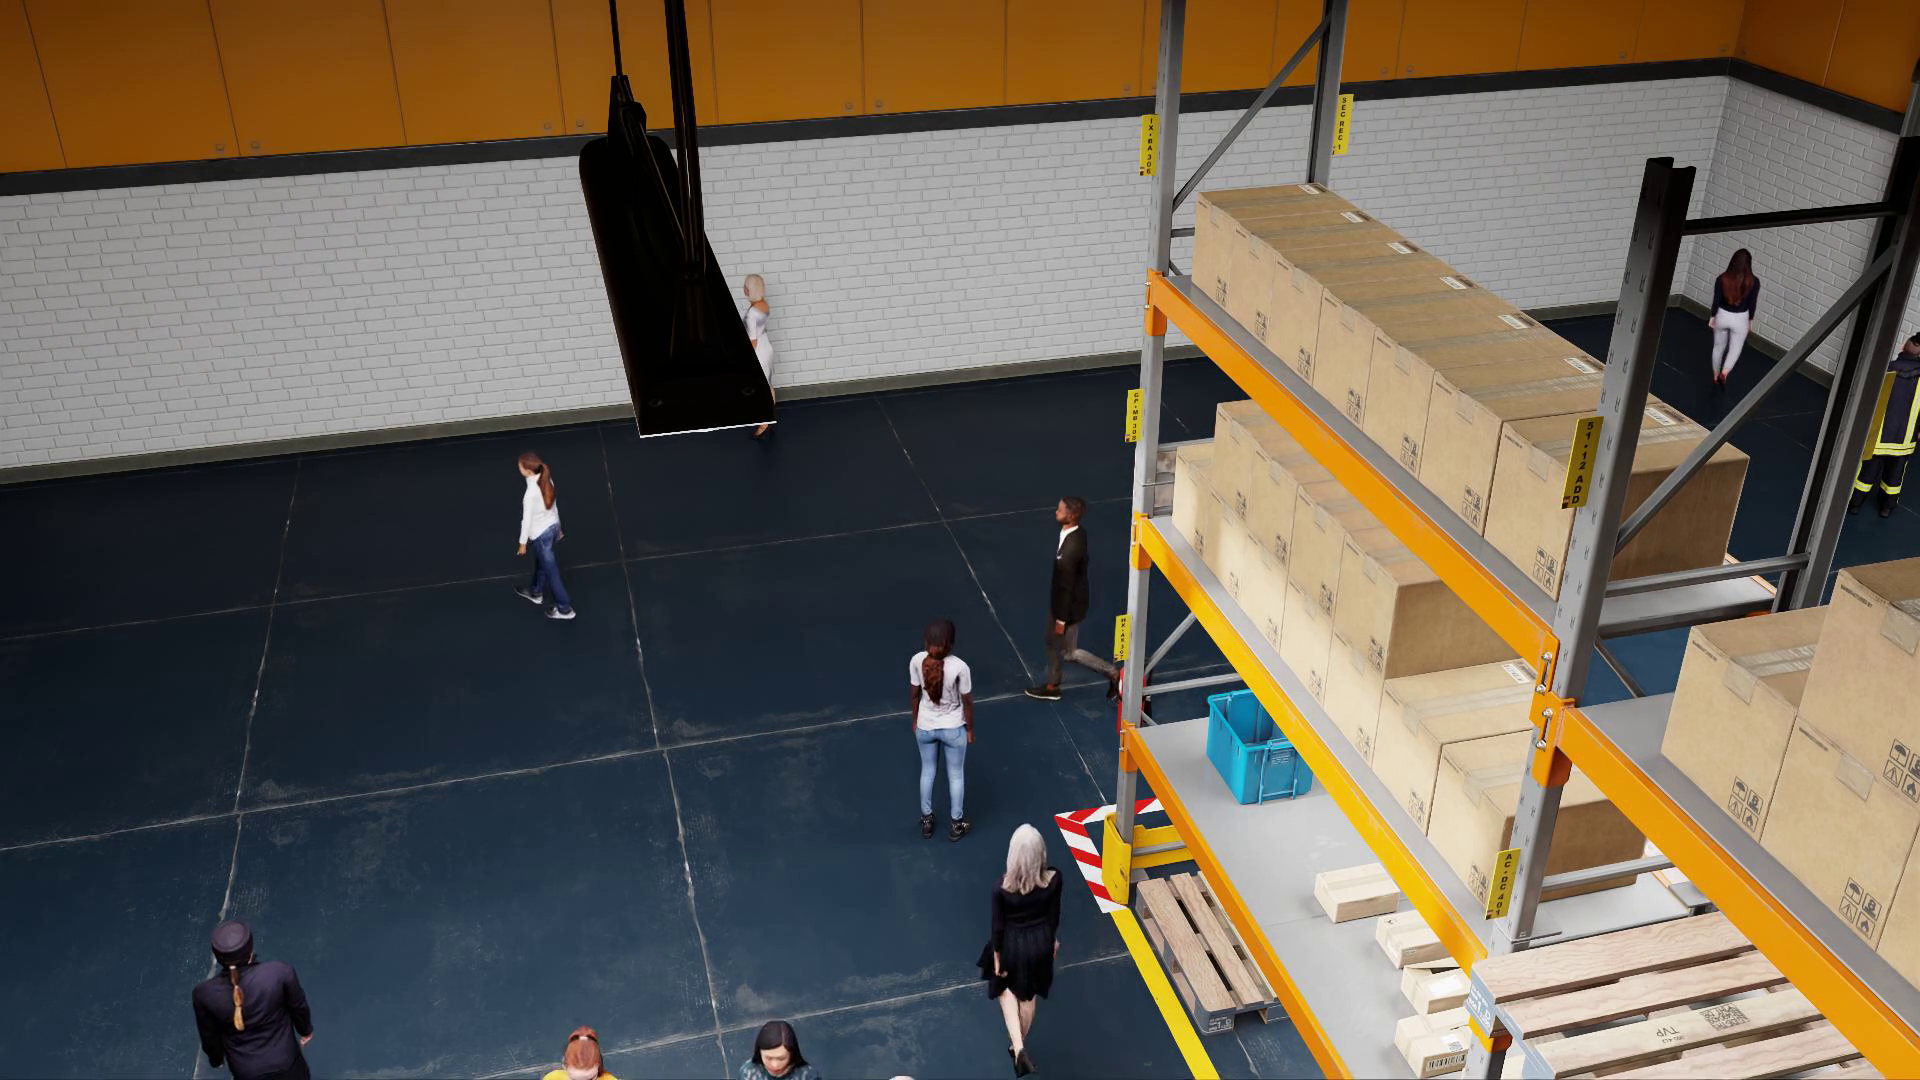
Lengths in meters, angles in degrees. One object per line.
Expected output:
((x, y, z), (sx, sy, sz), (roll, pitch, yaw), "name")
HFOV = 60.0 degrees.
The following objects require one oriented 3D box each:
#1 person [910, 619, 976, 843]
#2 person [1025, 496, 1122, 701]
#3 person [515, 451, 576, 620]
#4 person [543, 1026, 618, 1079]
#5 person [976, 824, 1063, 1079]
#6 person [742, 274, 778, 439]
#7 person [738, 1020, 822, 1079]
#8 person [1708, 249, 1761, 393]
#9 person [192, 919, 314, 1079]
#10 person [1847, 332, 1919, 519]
((-0.125, 1.277, 11.280), (0.668, 1.719, 0.679), (8, 30, 14), "person")
((0.907, 0.504, 12.632), (0.928, 1.783, 1.060), (2, 29, 3), "person")
((-3.403, -0.024, 13.855), (0.871, 1.539, 0.887), (9, 30, 16), "person")
((-1.785, 2.986, 8.159), (0.944, 1.709, 1.258), (6, 29, 10), "person")
((0.380, 2.352, 9.295), (0.633, 1.734, 0.789), (-6, 29, -10), "person")
((-2.057, -1.893, 17.060), (0.703, 1.751, 0.600), (8, 30, 15), "person")
((-0.867, 2.955, 8.208), (0.716, 1.716, 0.963), (0, 29, 0), "person")
((8.386, -2.359, 18.079), (0.925, 1.593, 0.991), (14, 32, 24), "person")
((-3.662, 2.695, 8.732), (0.729, 1.671, 0.674), (-12, 31, -21), "person")
((8.670, -1.087, 15.468), (0.875, 1.861, 0.893), (9, 30, 15), "person")
